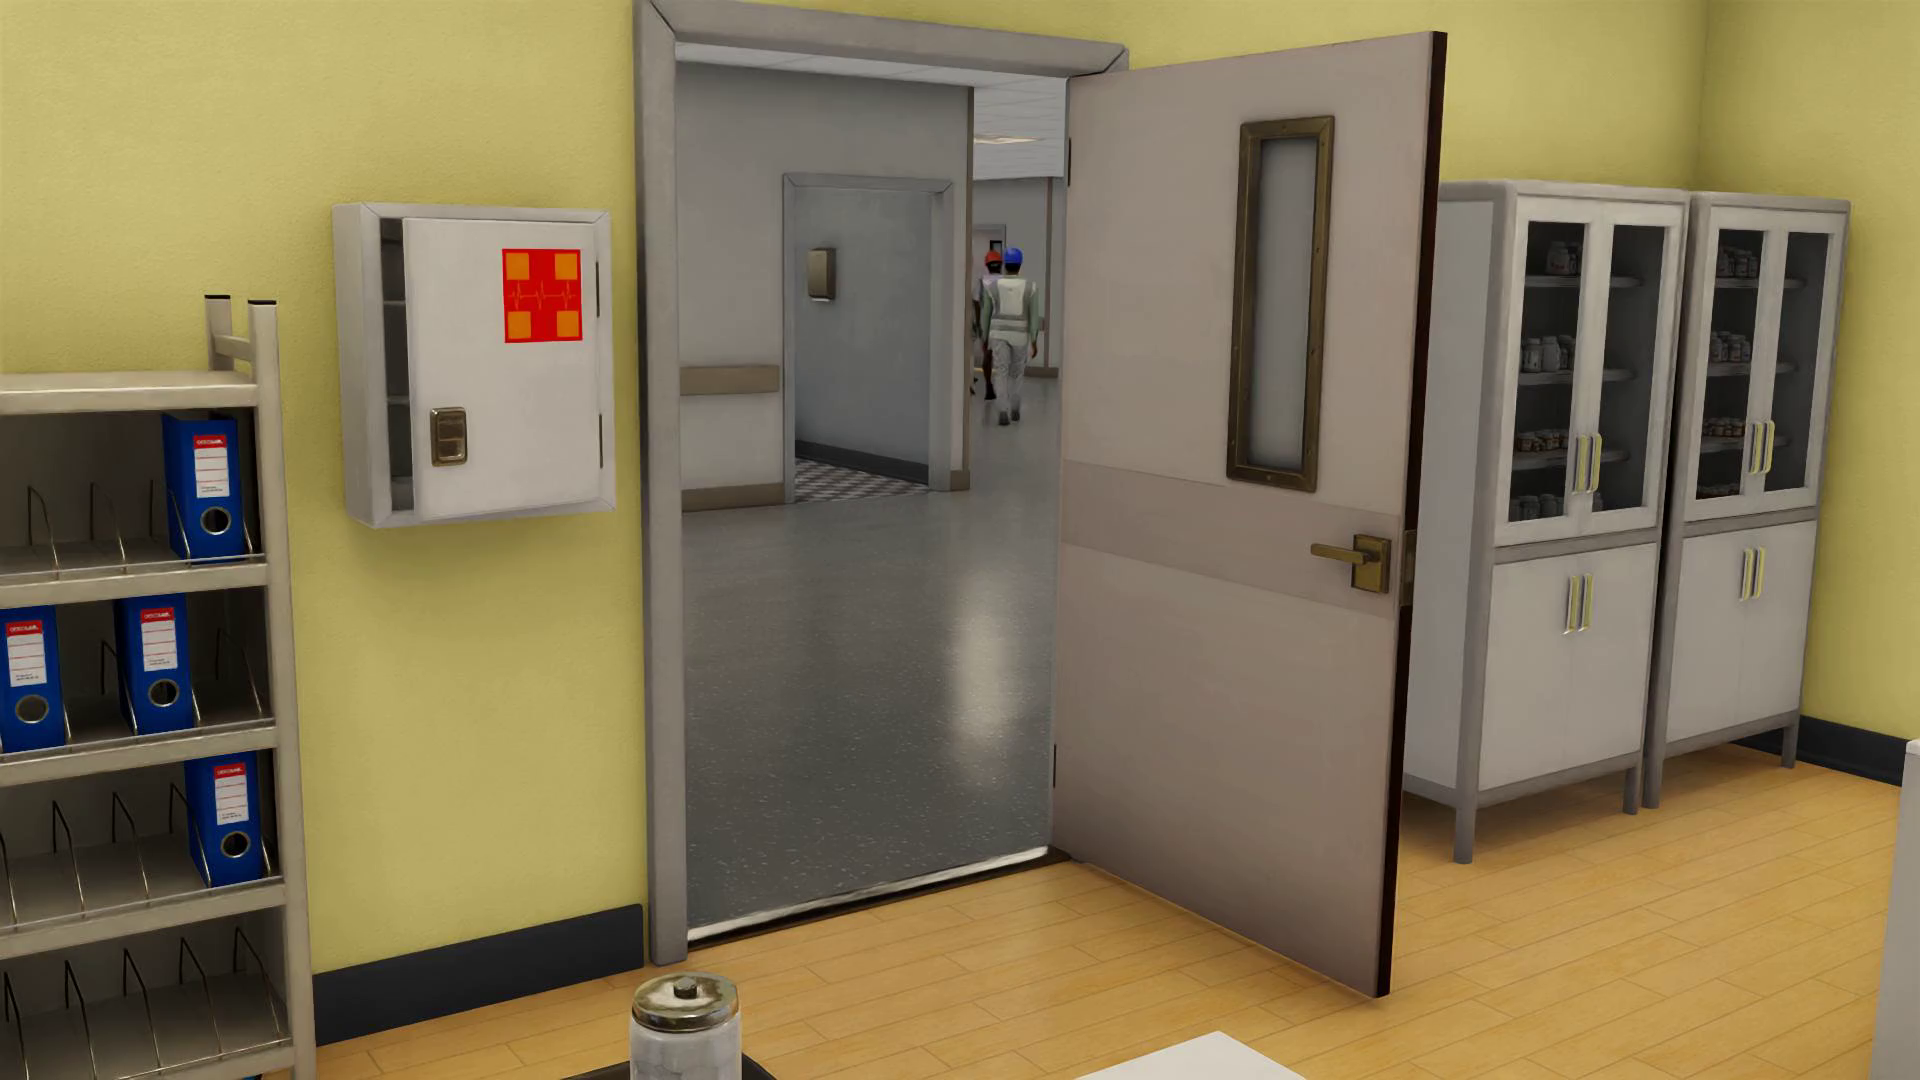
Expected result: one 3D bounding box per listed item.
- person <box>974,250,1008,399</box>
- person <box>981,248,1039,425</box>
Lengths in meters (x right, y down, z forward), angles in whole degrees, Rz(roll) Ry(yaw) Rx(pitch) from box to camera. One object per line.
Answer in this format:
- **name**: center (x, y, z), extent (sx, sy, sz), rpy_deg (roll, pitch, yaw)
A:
- **person**: center (0.446, -2.762, 21.359), extent (0.555, 1.880, 0.884), rpy_deg (2, 10, 9)
- **person**: center (0.536, -2.198, 17.986), extent (0.623, 1.900, 0.984), rpy_deg (1, 10, 3)
